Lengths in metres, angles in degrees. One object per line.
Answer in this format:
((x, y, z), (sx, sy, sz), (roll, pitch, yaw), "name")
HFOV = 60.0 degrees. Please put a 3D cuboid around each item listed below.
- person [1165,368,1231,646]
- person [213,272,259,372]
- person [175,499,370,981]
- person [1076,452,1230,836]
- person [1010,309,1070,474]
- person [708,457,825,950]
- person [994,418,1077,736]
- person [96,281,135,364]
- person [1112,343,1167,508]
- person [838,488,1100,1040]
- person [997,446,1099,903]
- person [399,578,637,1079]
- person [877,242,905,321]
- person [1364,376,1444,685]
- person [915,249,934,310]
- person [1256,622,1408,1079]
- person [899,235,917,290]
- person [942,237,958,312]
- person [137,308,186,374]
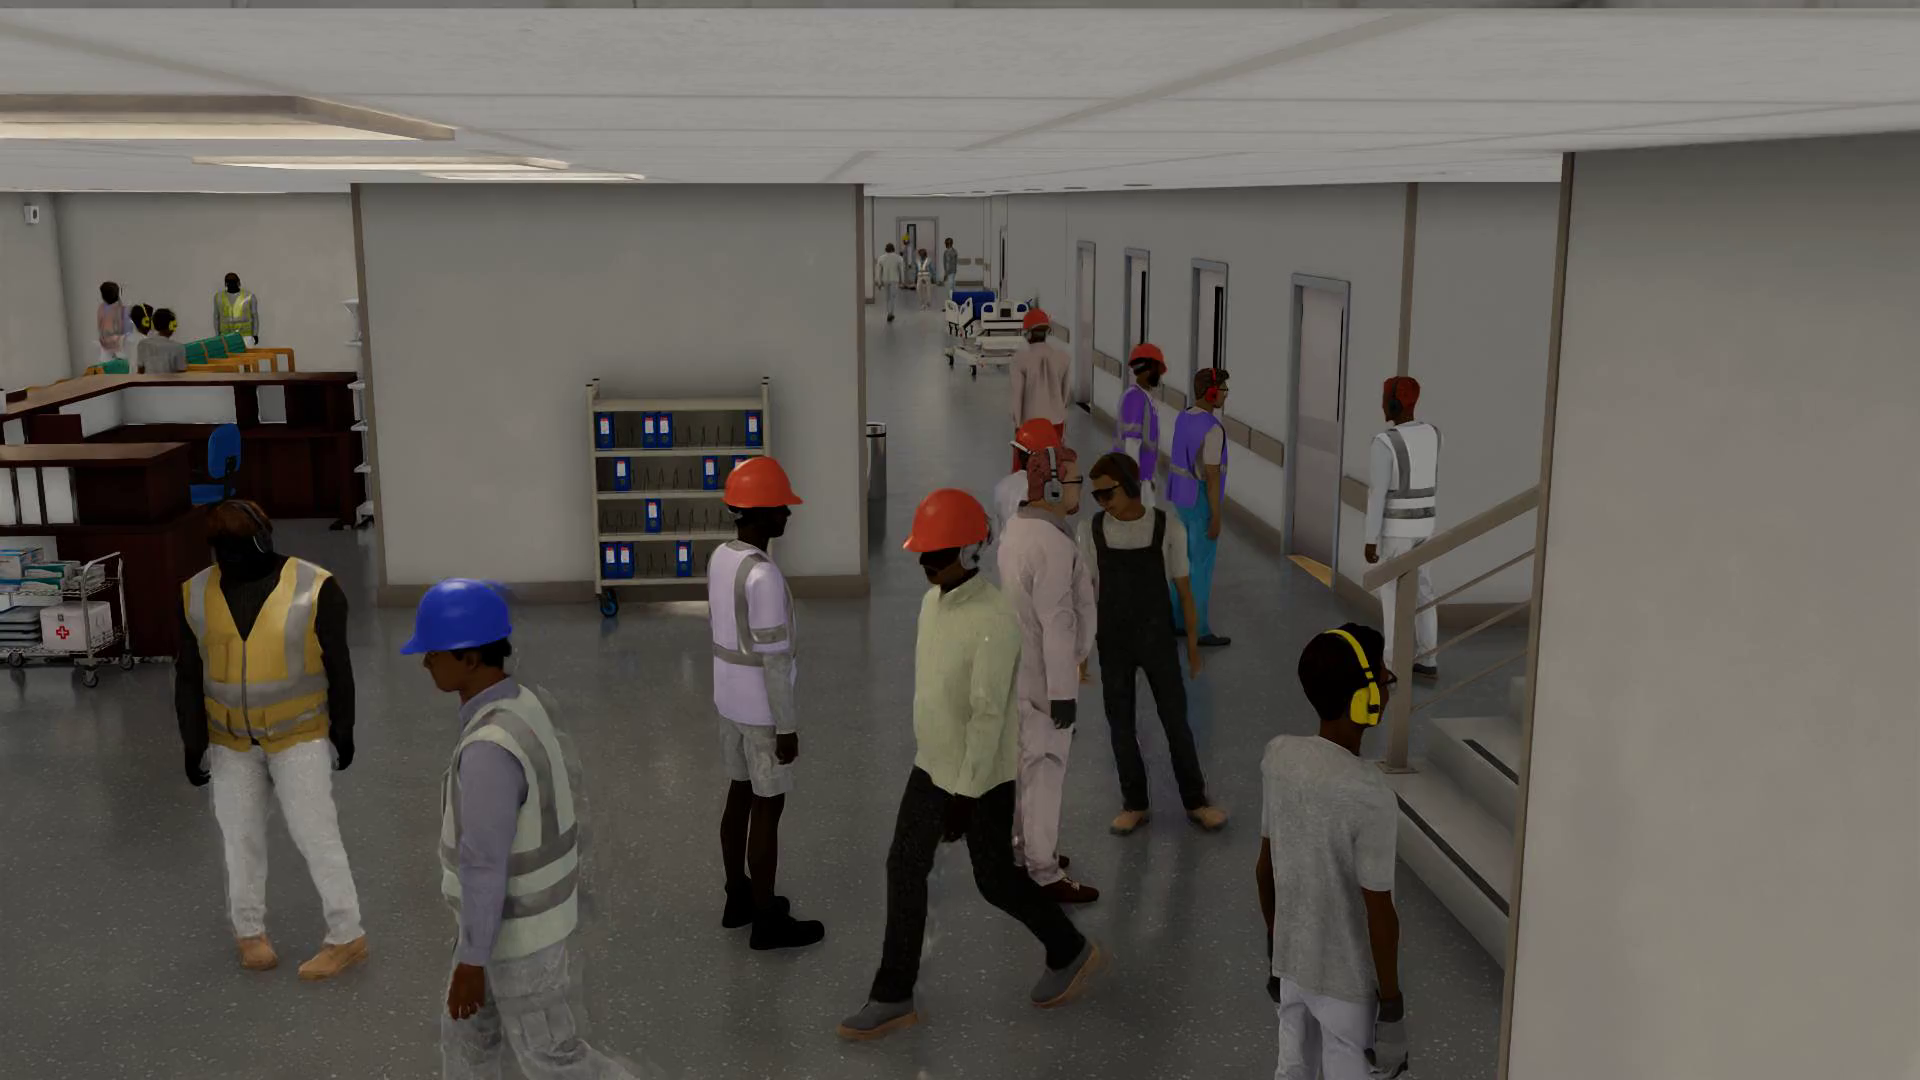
((1.564, -0.215, 10.926), (0.391, 1.836, 0.560), (-3, 12, -15), "person")
((-10.808, -3.068, 24.849), (0.635, 1.840, 0.429), (-2, 12, -11), "person")
((-2.615, 0.739, 6.294), (0.626, 1.822, 0.445), (0, 12, -1), "person")
((0.865, 0.484, 7.583), (0.696, 1.800, 0.394), (2, 12, 9), "person")
((0.682, -1.086, 14.889), (0.624, 1.939, 0.983), (-4, 12, -18), "person")
((-0.775, 0.635, 6.511), (0.359, 1.938, 0.545), (-7, 14, -31), "person")
((0.410, 0.208, 9.049), (0.326, 1.752, 0.560), (-7, 14, -32), "person")
((-11.598, -2.680, 23.022), (0.624, 1.811, 0.892), (5, 12, 22), "person")
((1.260, -0.460, 12.021), (0.390, 1.887, 0.589), (4, 12, 17), "person")
((0.053, 0.771, 5.804), (0.939, 1.958, 0.602), (-7, 14, -31), "person")
((0.376, 0.552, 6.989), (0.399, 1.910, 0.643), (-3, 12, -12), "person")
((-1.173, 1.031, 4.659), (0.889, 1.913, 0.596), (-3, 12, -15), "person")
((-1.695, -6.263, 40.345), (0.635, 1.897, 1.005), (2, 12, 11), "person")
((2.678, -0.055, 10.070), (0.590, 1.872, 0.374), (-8, 14, -33), "person")
((-0.950, -6.924, 44.225), (0.612, 1.612, 0.533), (5, 13, 25), "person")
((0.963, 1.126, 4.269), (0.328, 1.876, 0.513), (-6, 13, -27), "person")
((-1.707, -9.014, 54.030), (0.694, 1.792, 0.604), (-2, 12, -8), "person")
((-0.269, -6.949, 43.567), (0.355, 1.938, 0.637), (5, 12, 21), "person")
((-7.892, -1.361, 16.491), (0.600, 1.854, 0.361), (1, 12, 4), "person")
